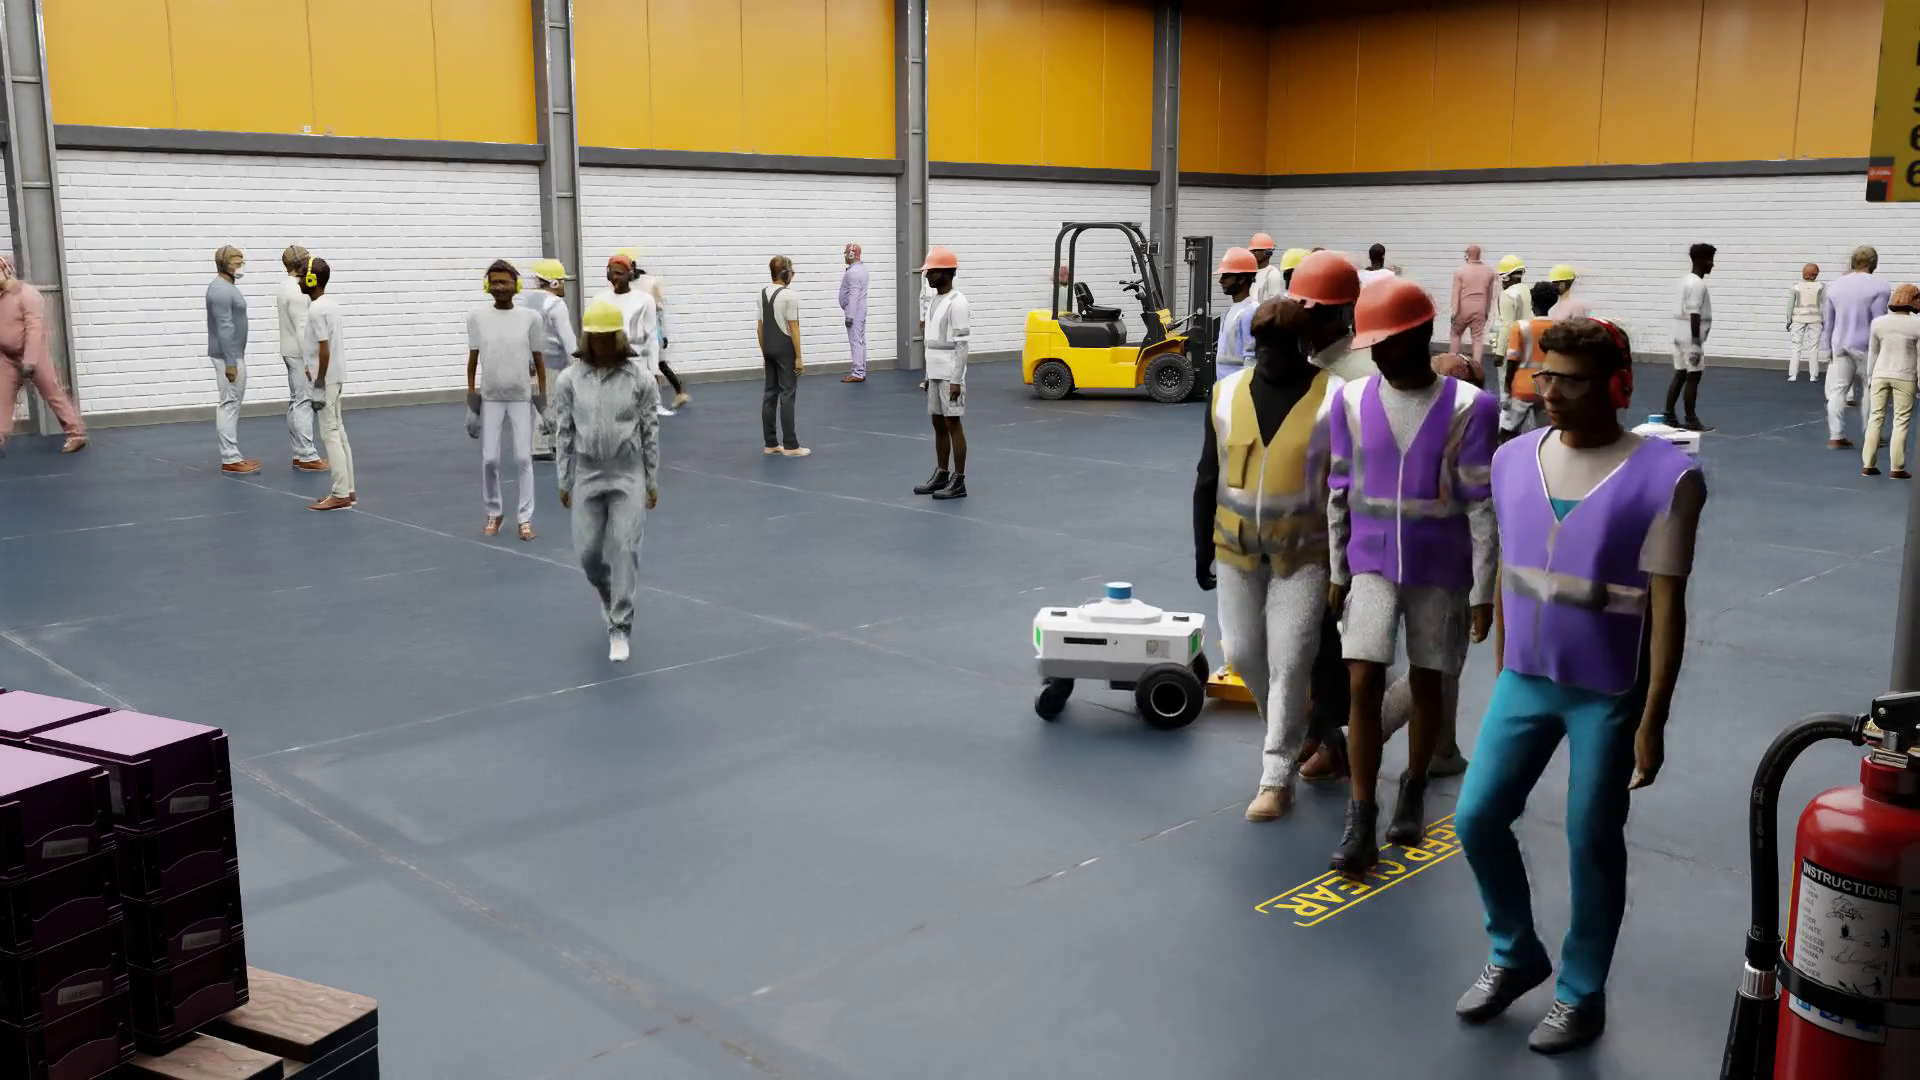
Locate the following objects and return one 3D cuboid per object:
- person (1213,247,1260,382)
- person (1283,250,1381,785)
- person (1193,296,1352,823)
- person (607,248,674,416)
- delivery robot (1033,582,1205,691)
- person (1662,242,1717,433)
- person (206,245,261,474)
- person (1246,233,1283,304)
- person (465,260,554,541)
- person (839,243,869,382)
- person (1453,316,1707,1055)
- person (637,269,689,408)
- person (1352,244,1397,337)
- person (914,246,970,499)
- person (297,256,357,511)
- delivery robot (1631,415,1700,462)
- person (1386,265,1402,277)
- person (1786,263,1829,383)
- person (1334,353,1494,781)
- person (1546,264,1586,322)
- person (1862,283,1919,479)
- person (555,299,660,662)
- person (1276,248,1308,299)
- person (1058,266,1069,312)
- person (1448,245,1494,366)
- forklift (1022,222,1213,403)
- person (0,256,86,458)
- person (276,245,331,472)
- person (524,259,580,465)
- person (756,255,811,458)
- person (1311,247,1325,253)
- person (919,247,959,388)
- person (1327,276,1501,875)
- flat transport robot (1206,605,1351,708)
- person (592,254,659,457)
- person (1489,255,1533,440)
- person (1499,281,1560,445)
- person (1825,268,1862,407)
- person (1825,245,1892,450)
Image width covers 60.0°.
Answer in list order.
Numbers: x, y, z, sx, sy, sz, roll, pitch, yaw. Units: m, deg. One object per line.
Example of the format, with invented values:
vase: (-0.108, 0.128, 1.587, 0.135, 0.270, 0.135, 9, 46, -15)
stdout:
person: (1.873, -1.004, 11.298, 0.355, 1.939, 0.544, -1, 10, -4)
person: (1.352, -0.061, 6.076, 0.536, 1.961, 0.650, -4, 11, -23)
person: (1.161, 0.036, 5.983, 0.654, 1.821, 0.755, 6, 12, 30)
person: (-3.528, -2.289, 18.467, 0.720, 1.880, 0.435, -2, 11, -11)
delivery robot: (0.670, 0.423, 7.036, 0.707, 0.478, 0.477, 2, 11, 11)
person: (7.562, -2.090, 17.169, 0.408, 1.963, 0.631, 2, 11, 10)
person: (-6.205, -1.529, 14.166, 0.366, 1.936, 0.630, -4, 11, -19)
person: (3.256, -2.301, 18.085, 0.374, 2.043, 0.613, -3, 11, -16)
person: (-3.021, -0.933, 11.125, 0.577, 1.865, 0.512, -2, 11, -11)
person: (-1.474, -3.132, 22.991, 0.409, 1.909, 0.640, 1, 10, 8)
person: (1.496, 0.375, 4.077, 0.492, 1.831, 0.574, -8, 13, -39)
person: (-3.574, -2.322, 19.279, 0.865, 1.643, 0.596, -1, 10, -4)
person: (5.035, -2.634, 20.252, 0.593, 1.917, 0.391, 7, 13, 34)
person: (-0.135, -1.283, 12.825, 0.360, 1.938, 0.546, -6, 12, -28)
person: (-4.691, -1.149, 12.283, 0.310, 1.868, 0.533, -1, 10, -8)
delivery robot: (5.670, -0.779, 13.590, 0.707, 0.478, 0.477, -3, 11, -17)
person: (5.758, -2.906, 22.551, 0.565, 1.626, 0.519, -3, 11, -15)
person: (11.675, -2.990, 22.938, 0.514, 1.642, 0.314, 5, 12, 27)
person: (1.659, 0.129, 6.019, 0.733, 1.604, 0.526, -5, 12, -25)
person: (5.569, -1.698, 15.573, 0.491, 1.747, 0.561, -3, 11, -17)
person: (7.814, -1.321, 13.885, 0.279, 1.624, 0.494, -8, 13, -38)
person: (-1.697, -0.311, 8.086, 0.496, 1.723, 0.613, -1, 10, -5)
person: (2.860, -1.504, 14.085, 0.426, 1.909, 0.622, -4, 11, -20)
person: (1.356, -2.779, 21.826, 0.337, 1.620, 0.507, -2, 11, -9)
person: (7.298, -3.295, 23.962, 0.665, 1.874, 0.838, -2, 11, -9)
forklift: (1.935, -2.847, 20.651, 2.313, 2.155, 1.214, 2, 11, 13)
person: (-8.577, -1.664, 15.199, 0.664, 1.839, 1.080, 4, 11, 20)
person: (-5.637, -1.551, 14.283, 0.372, 1.940, 0.632, -6, 12, -30)
person: (-3.579, -1.583, 14.813, 0.689, 1.810, 0.599, -8, 13, -36)
person: (-1.630, -1.668, 15.191, 0.507, 1.840, 0.343, 9, 14, 40)
person: (5.379, -3.477, 25.050, 0.633, 1.842, 0.429, -7, 13, -35)
person: (-0.290, -2.937, 21.990, 0.576, 1.883, 0.354, 6, 12, 29)
person: (1.405, 0.125, 5.278, 0.572, 1.882, 0.855, 5, 11, 25)
flat transport robot: (1.607, 0.493, 7.683, 0.652, 0.197, 1.431, 4, 11, 20)
person: (-2.808, -1.433, 13.848, 0.578, 1.871, 0.423, 3, 11, 18)
person: (5.456, -1.903, 16.513, 0.404, 1.824, 0.591, 9, 14, 40)
person: (4.295, -1.094, 12.465, 0.551, 1.683, 0.387, -2, 11, -12)
person: (10.502, -2.393, 19.700, 0.287, 1.635, 0.500, -6, 12, -28)
person: (8.543, -1.812, 15.733, 0.721, 1.921, 0.661, -6, 12, -28)
